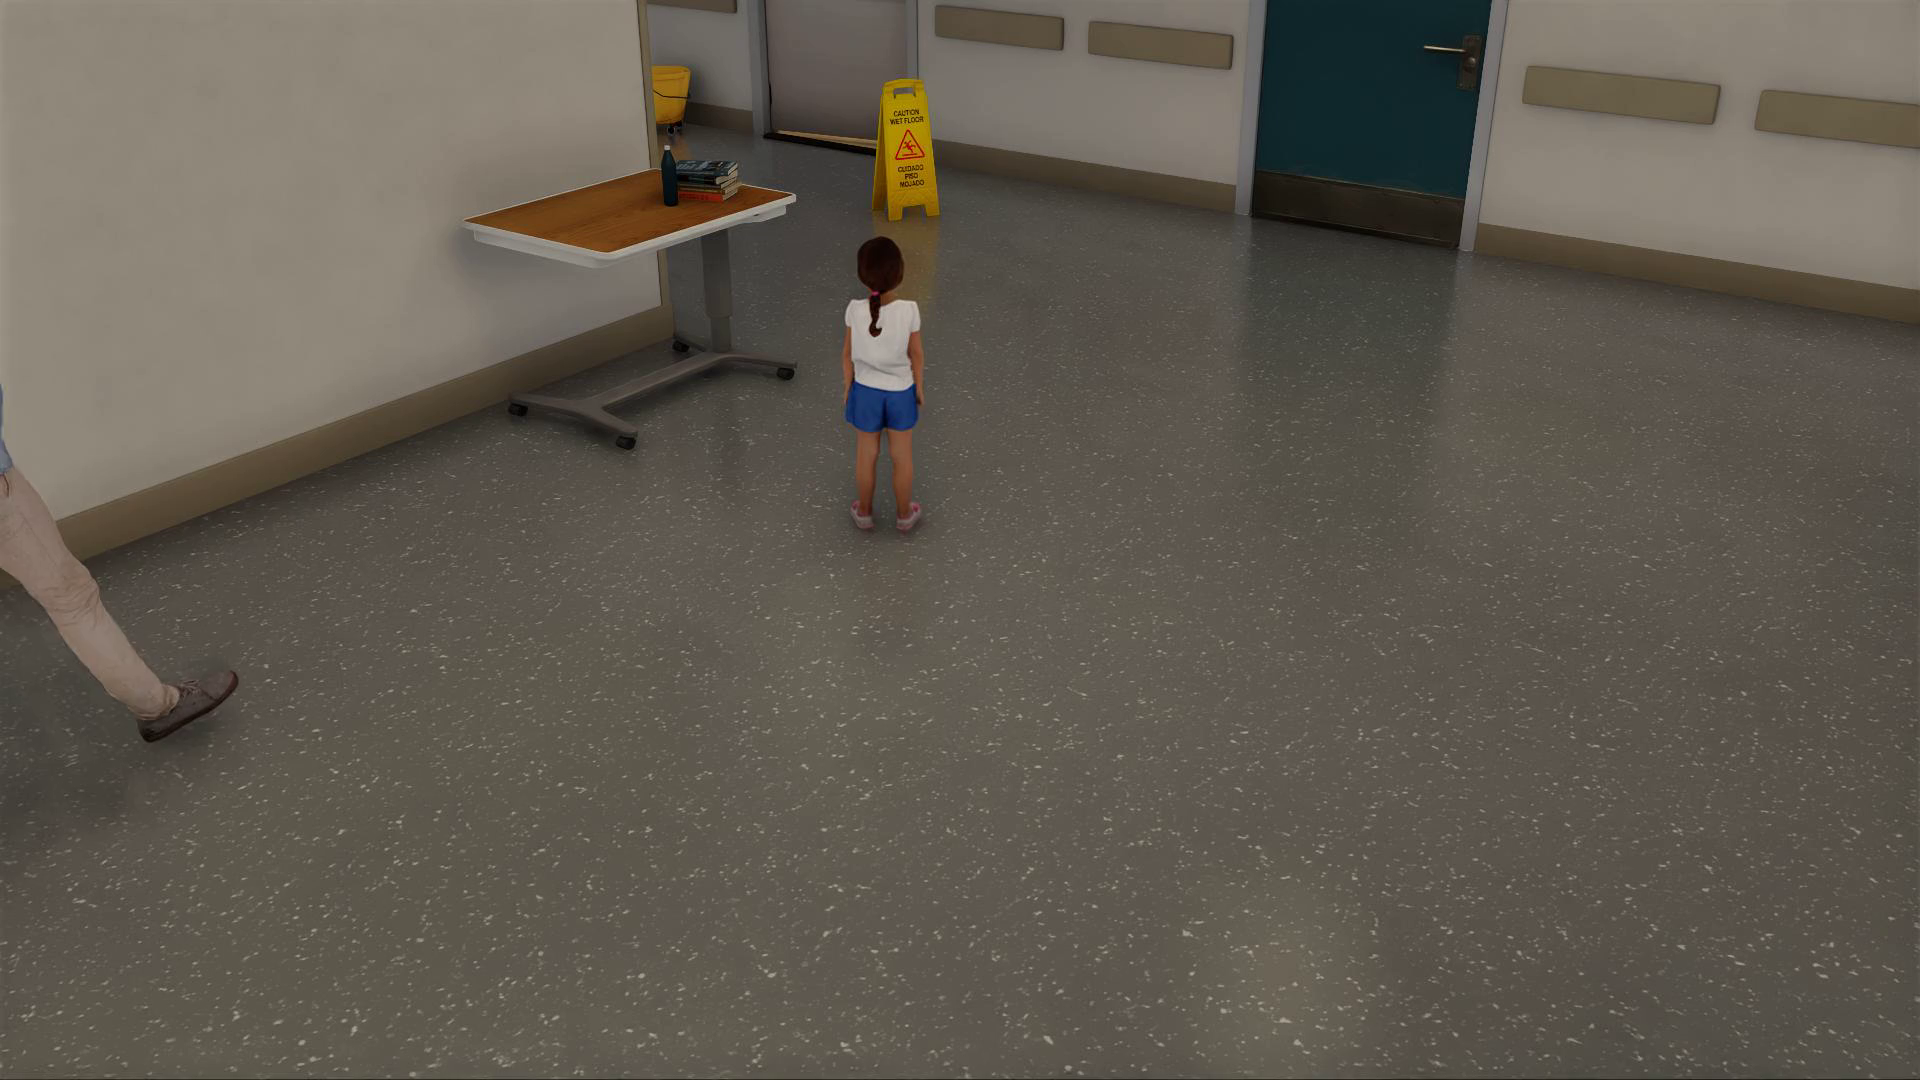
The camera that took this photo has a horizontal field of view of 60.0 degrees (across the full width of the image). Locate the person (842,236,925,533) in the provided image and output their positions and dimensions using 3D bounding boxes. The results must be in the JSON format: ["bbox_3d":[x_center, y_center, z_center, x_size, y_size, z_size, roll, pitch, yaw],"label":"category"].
[{"bbox_3d":[-0.263,-0.519,5.627,0.458,1.017,0.543,2,26,5],"label":"person"}]
